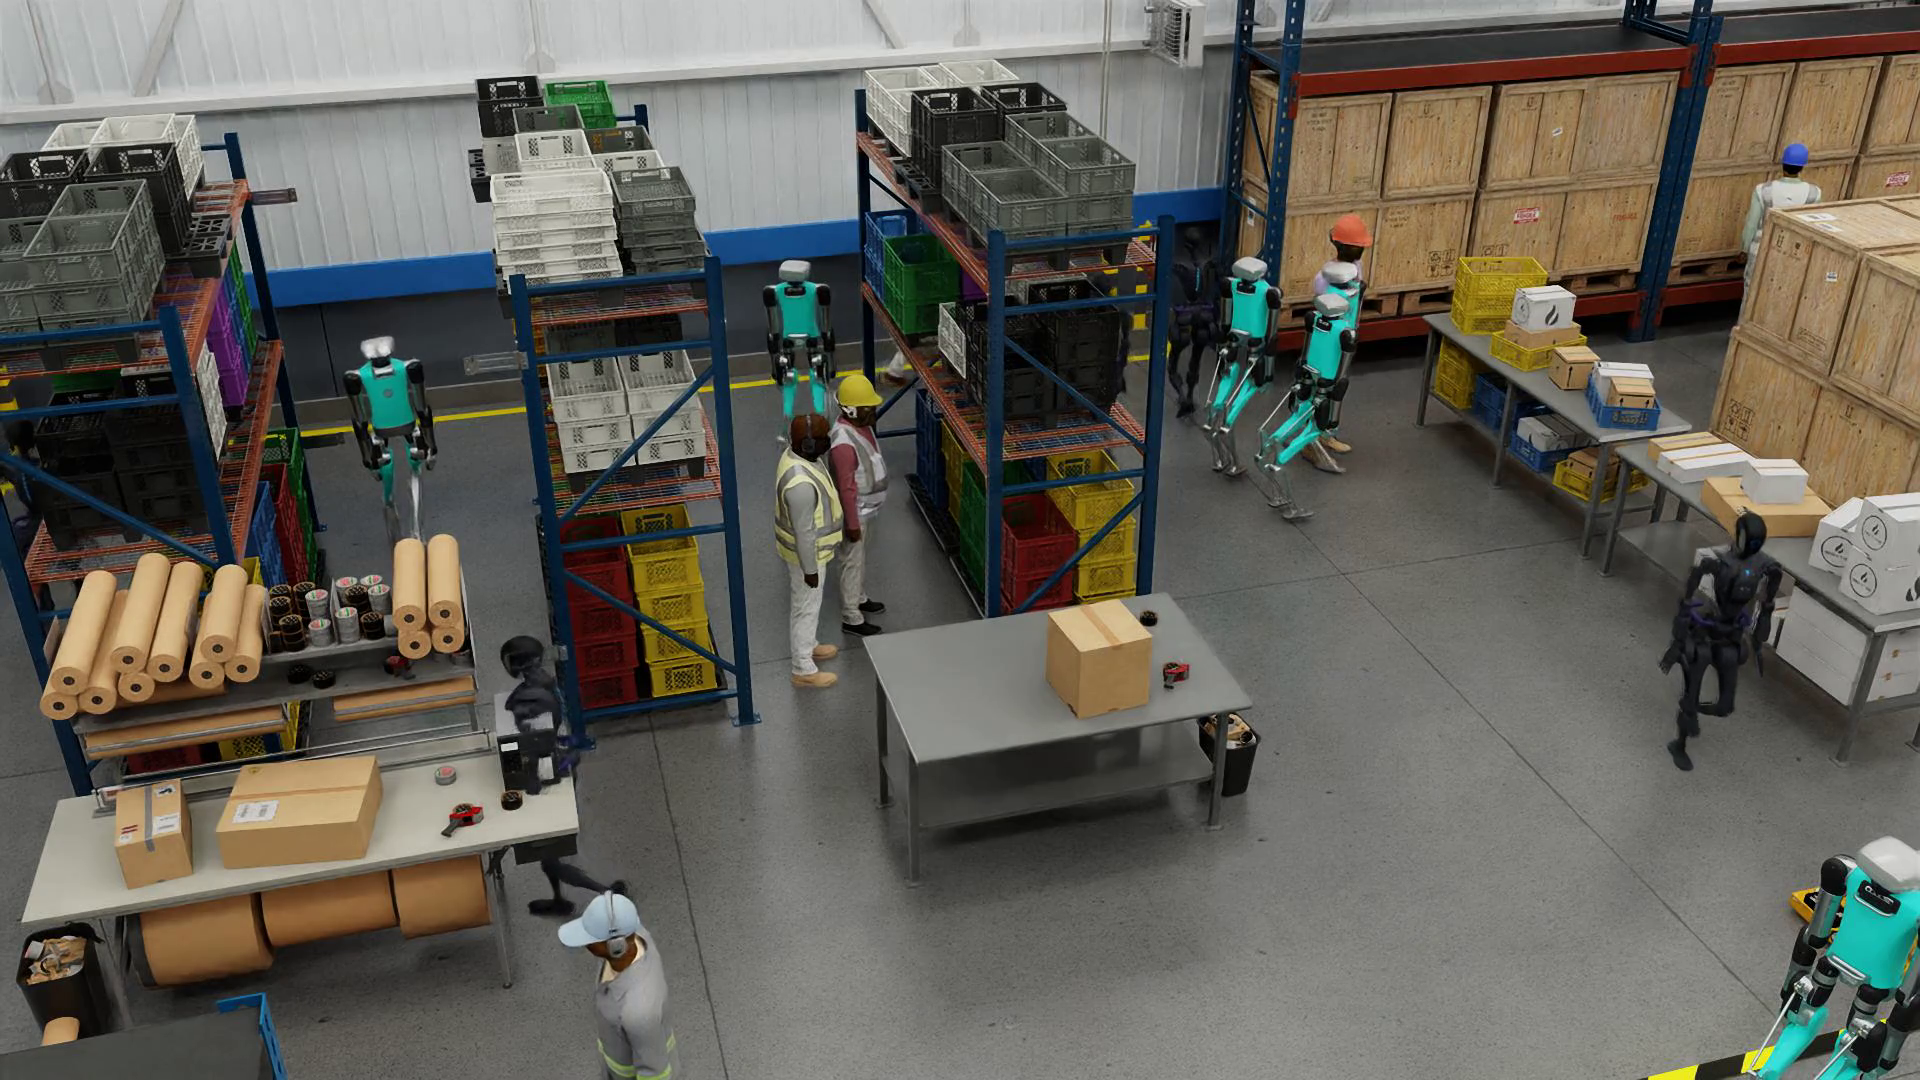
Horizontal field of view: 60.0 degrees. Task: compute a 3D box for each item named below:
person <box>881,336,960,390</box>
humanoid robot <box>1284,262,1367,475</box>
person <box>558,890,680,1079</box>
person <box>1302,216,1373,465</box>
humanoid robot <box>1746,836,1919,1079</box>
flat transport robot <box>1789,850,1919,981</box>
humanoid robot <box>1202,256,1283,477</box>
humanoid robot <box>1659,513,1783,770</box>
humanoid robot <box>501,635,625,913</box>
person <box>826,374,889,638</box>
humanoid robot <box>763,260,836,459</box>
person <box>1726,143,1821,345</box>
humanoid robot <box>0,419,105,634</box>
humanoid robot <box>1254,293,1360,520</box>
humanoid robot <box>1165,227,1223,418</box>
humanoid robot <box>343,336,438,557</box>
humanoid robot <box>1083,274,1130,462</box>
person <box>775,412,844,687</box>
[{"bbox_3d":[-0.240,-2.171,14.490,0.983,1.833,0.584,-2,29,-4],"label":"person"},{"bbox_3d":[2.775,-1.403,13.215,0.581,1.783,0.892,-25,38,-38],"label":"humanoid robot"},{"bbox_3d":[-1.314,2.136,6.630,0.387,1.850,0.598,-9,30,-16],"label":"person"},{"bbox_3d":[3.000,-1.577,13.192,0.373,2.044,0.606,19,34,31],"label":"person"},{"bbox_3d":[3.504,2.017,6.827,0.735,1.677,0.533,-16,33,-27],"label":"humanoid robot"},{"bbox_3d":[5.163,1.916,8.676,1.431,0.231,0.659,-8,30,-14],"label":"flat transport robot"},{"bbox_3d":[2.098,-1.285,12.914,0.547,1.751,0.681,22,36,35],"label":"humanoid robot"},{"bbox_3d":[4.379,0.558,9.681,0.585,1.640,0.438,-1,29,-1],"label":"humanoid robot"},{"bbox_3d":[-2.025,1.229,8.471,0.545,1.631,0.616,0,29,0],"label":"humanoid robot"},{"bbox_3d":[-0.670,-0.241,10.974,0.404,1.834,0.590,3,29,5],"label":"person"},{"bbox_3d":[-1.240,-1.226,12.868,0.561,1.787,0.673,1,29,2],"label":"humanoid robot"},{"bbox_3d":[7.466,-2.667,15.271,0.604,1.948,0.401,6,29,11],"label":"person"},{"bbox_3d":[-5.903,0.013,10.741,0.608,1.648,0.769,-8,30,-14],"label":"humanoid robot"},{"bbox_3d":[2.481,-0.960,12.289,0.738,1.699,0.530,-13,32,-23],"label":"humanoid robot"},{"bbox_3d":[1.970,-1.813,13.999,0.588,1.639,0.505,-6,29,-11],"label":"humanoid robot"},{"bbox_3d":[-4.036,-0.649,11.905,0.542,1.873,0.745,-12,31,-21],"label":"humanoid robot"},{"bbox_3d":[1.052,-1.288,13.043,0.599,1.649,0.374,-10,30,-18],"label":"humanoid robot"},{"bbox_3d":[-0.936,0.053,10.444,0.430,1.837,0.624,-2,29,-3],"label":"person"}]
